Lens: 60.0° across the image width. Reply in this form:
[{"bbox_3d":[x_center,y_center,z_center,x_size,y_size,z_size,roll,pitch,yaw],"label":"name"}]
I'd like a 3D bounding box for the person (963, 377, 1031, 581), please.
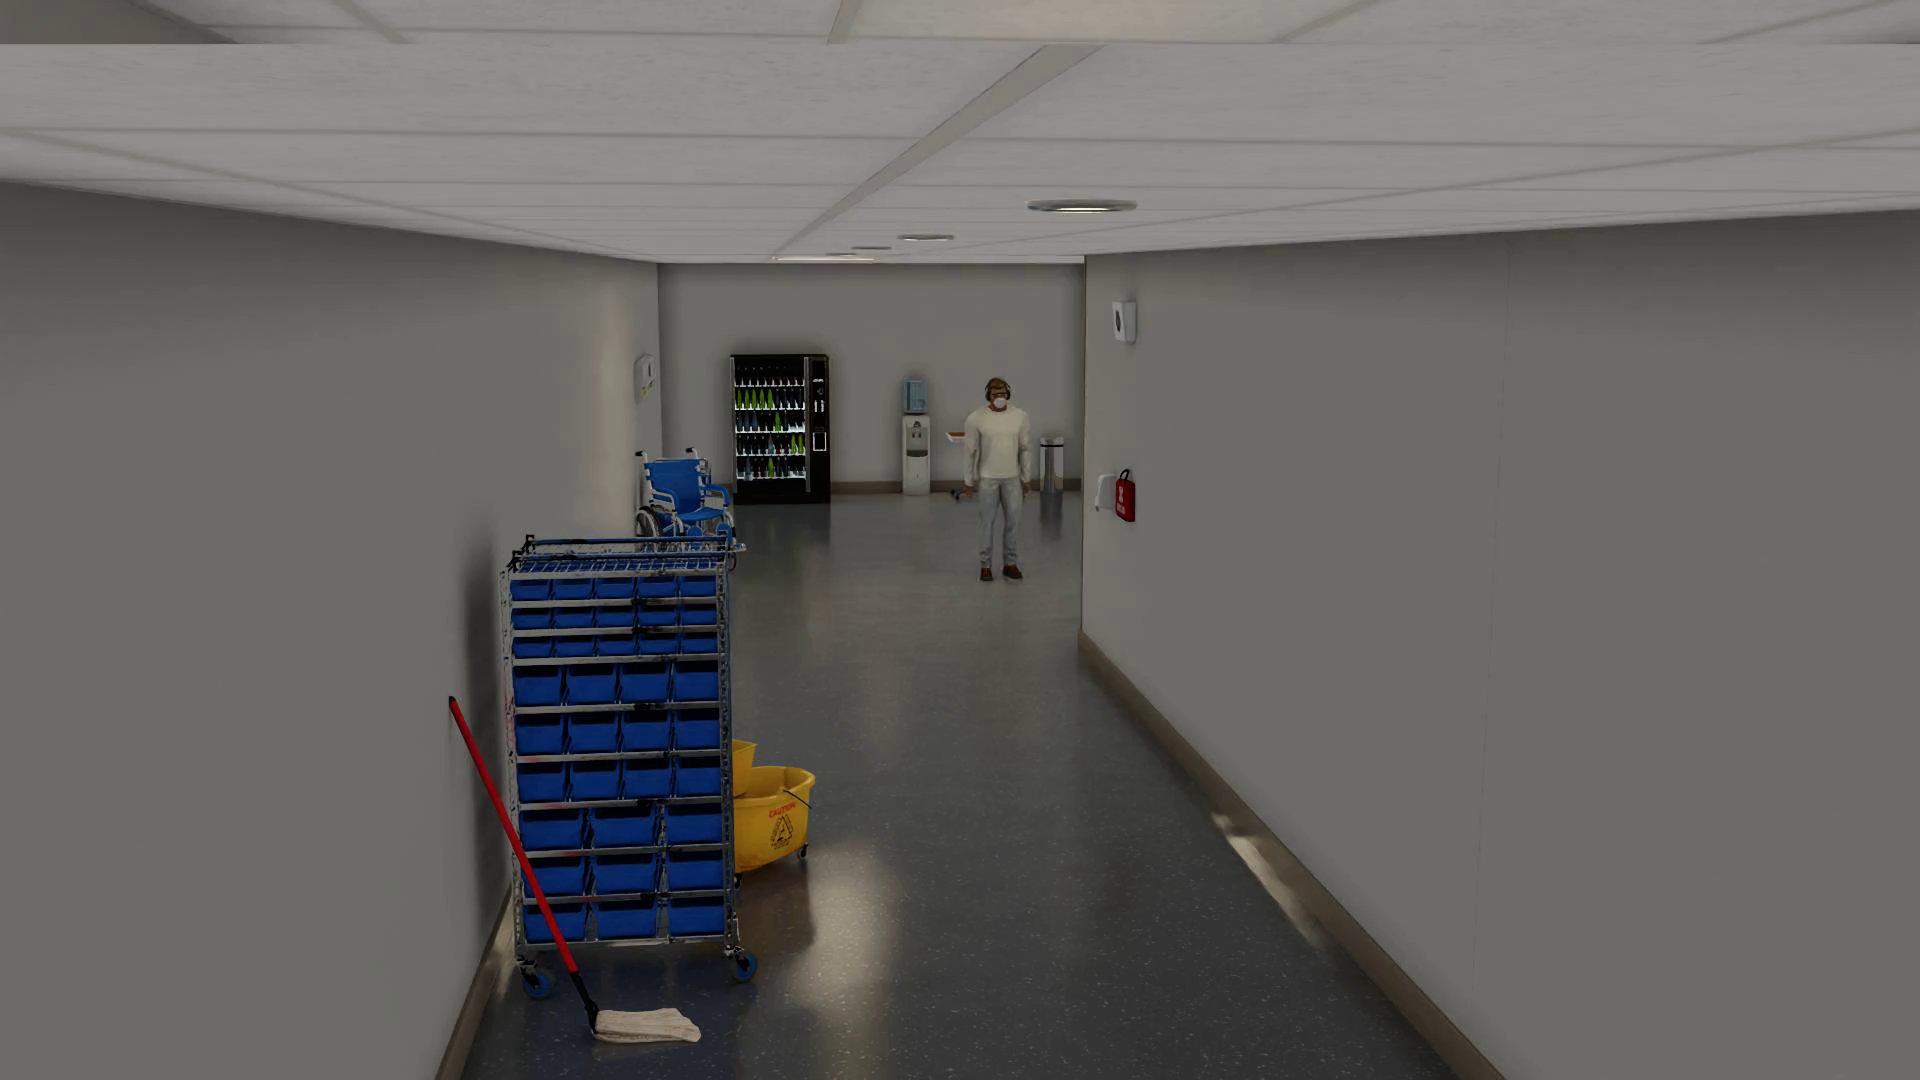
[{"bbox_3d":[0.344,-0.574,15.662,0.644,1.927,0.385,-3,9,-16],"label":"person"}]
